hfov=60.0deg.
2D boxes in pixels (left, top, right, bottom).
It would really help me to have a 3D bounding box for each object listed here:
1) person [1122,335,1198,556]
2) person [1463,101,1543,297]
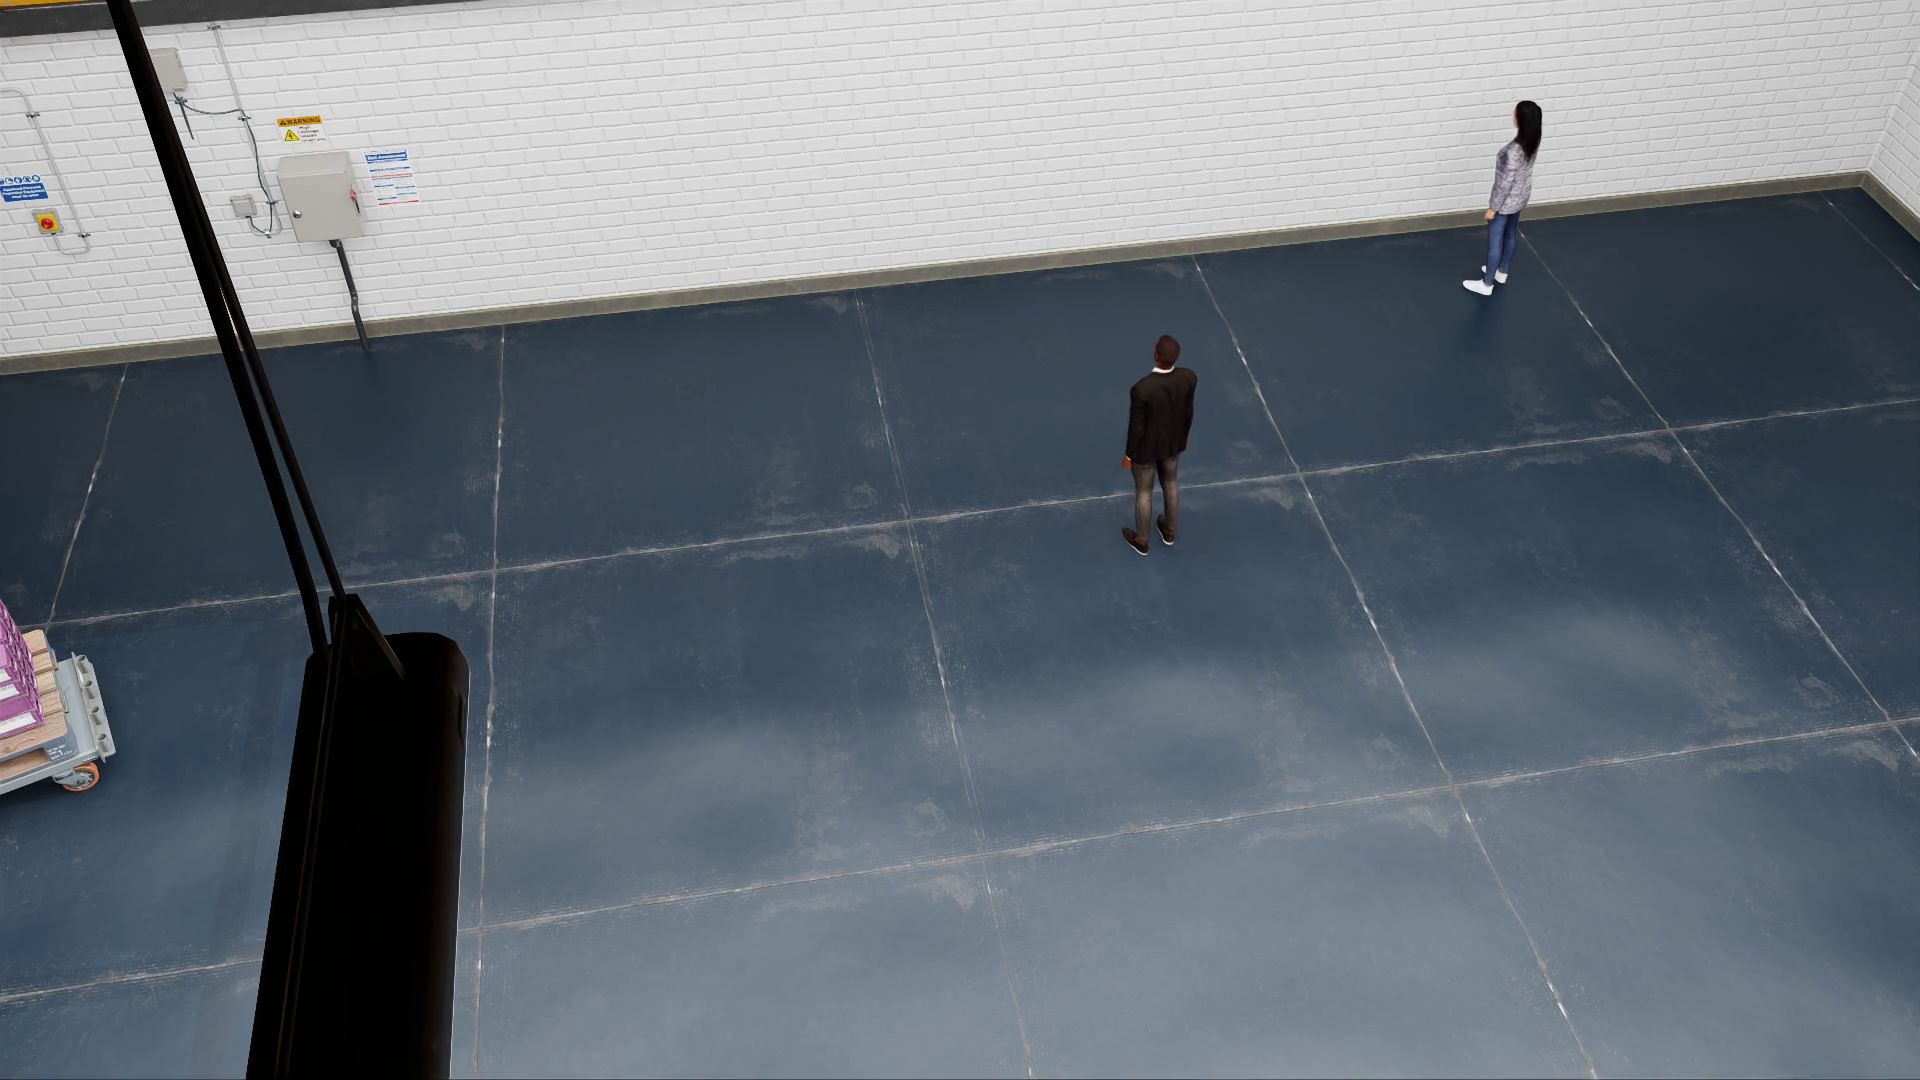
[{"bbox_3d":[1.356,-0.651,11.389,0.707,1.800,0.635,-18,46,-18],"label":"person"},{"bbox_3d":[4.534,-2.826,13.720,0.690,1.734,0.709,-34,53,-31],"label":"person"}]
